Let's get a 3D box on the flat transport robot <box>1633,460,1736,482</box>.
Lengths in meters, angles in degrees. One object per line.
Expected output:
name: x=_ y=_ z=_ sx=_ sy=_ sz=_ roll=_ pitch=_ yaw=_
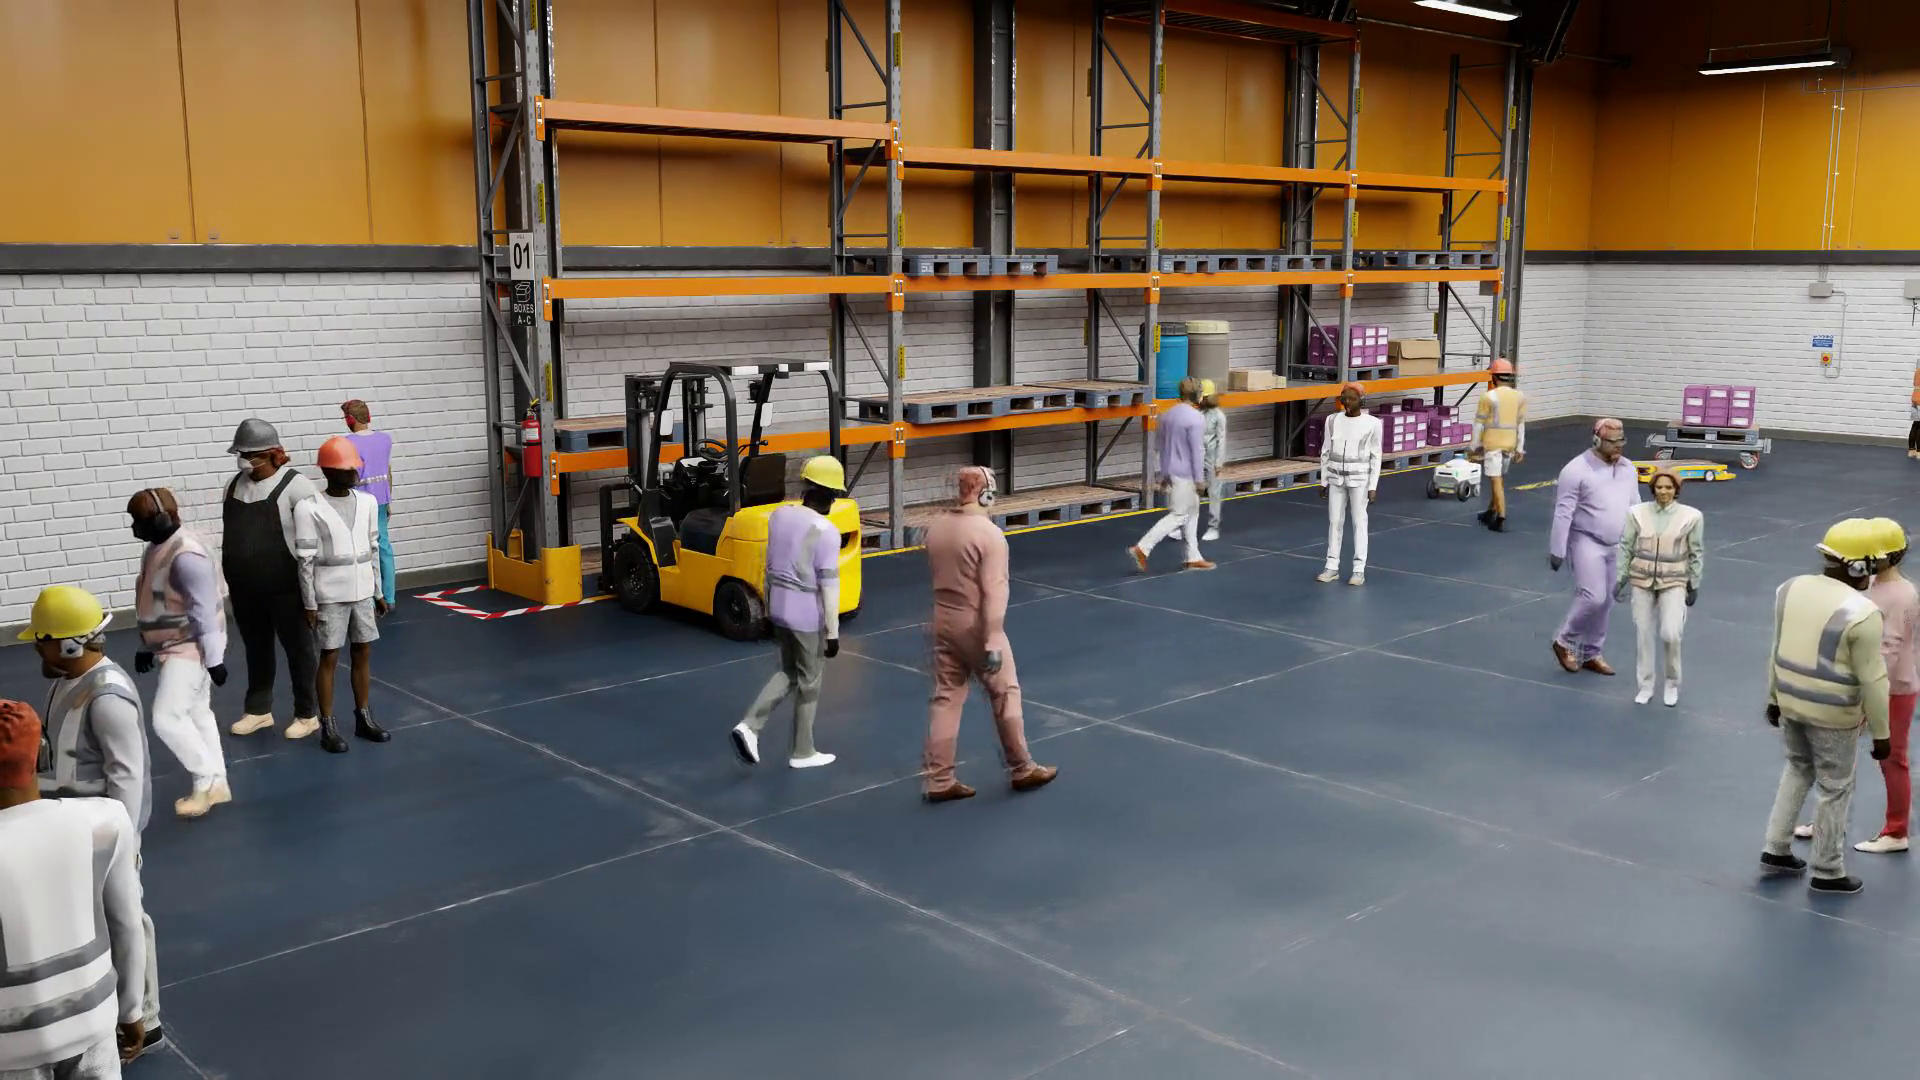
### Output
flat transport robot: x=9.711 y=-0.949 z=22.608 sx=1.431 sy=0.197 sz=0.652 roll=-2 pitch=10 yaw=-11

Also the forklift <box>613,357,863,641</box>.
forklift: x=-1.847 y=-0.414 z=13.852 sx=1.214 sy=2.155 sz=2.313 roll=-9 pitch=13 yaw=-42

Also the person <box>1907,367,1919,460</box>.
person: x=14.396 y=-2.039 z=24.822 sx=0.321 sy=1.697 sz=0.530 roll=1 pitch=10 yaw=8

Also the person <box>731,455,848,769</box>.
person: x=-0.957 y=0.453 z=9.685 sx=0.648 sy=1.885 sz=0.645 roll=-9 pitch=13 yaw=-43

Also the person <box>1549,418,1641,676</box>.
person: x=4.615 y=0.057 z=11.996 sx=0.667 sy=1.888 sz=0.423 roll=-5 pitch=11 yaw=-25

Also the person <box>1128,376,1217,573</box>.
person: x=2.035 y=-0.614 z=15.874 sx=0.901 sy=1.911 sz=0.628 roll=-3 pitch=10 yaw=-15

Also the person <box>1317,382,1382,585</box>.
person: x=3.603 y=-0.525 z=15.416 sx=0.574 sy=1.884 sz=0.356 roll=7 pitch=12 yaw=34

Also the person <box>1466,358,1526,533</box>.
person: x=5.913 y=-1.062 z=18.504 sx=0.548 sy=1.907 sz=0.843 roll=-3 pitch=10 yaw=-19

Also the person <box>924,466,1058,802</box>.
person: x=0.152 y=0.517 z=9.356 sx=0.908 sy=1.862 sz=0.658 roll=-8 pitch=12 yaw=-38

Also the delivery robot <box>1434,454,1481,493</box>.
delivery robot: x=6.235 y=-0.835 z=20.835 sx=0.477 sy=0.478 sz=0.707 roll=8 pitch=13 yaw=41

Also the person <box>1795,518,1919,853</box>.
person: x=4.562 y=0.746 z=8.417 sx=0.652 sy=1.734 sz=0.520 roll=0 pitch=10 yaw=0

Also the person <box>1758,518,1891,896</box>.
person: x=4.100 y=0.795 z=7.858 sx=0.437 sy=1.823 sz=0.639 roll=-3 pitch=10 yaw=-15

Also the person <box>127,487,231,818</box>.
person: x=-4.215 y=0.607 z=9.008 sx=0.475 sy=1.816 sz=0.632 roll=-7 pitch=12 yaw=-36

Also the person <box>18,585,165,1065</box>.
person: x=-3.262 y=1.065 z=6.260 sx=0.403 sy=1.828 sz=0.597 roll=-8 pitch=13 yaw=-41

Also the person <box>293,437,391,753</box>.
person: x=-3.785 y=0.331 z=10.248 sx=0.361 sy=1.935 sz=0.552 roll=8 pitch=12 yaw=38

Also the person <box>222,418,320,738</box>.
person: x=-4.362 y=0.242 z=10.459 sx=0.684 sy=2.000 sz=0.535 roll=3 pitch=10 yaw=16

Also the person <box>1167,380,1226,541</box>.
person: x=2.540 y=-0.825 z=17.617 sx=0.510 sy=1.714 sz=0.711 roll=9 pitch=13 yaw=42

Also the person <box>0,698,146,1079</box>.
person: x=-2.481 y=1.340 z=4.484 sx=0.354 sy=1.887 sz=0.573 roll=7 pitch=12 yaw=37

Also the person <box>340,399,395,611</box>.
person: x=-5.004 y=-0.267 z=14.033 sx=0.390 sy=1.838 sz=0.562 roll=5 pitch=11 yaw=25

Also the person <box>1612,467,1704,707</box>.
person: x=4.697 y=0.321 z=11.220 sx=0.525 sy=1.627 sz=0.404 roll=7 pitch=12 yaw=34
